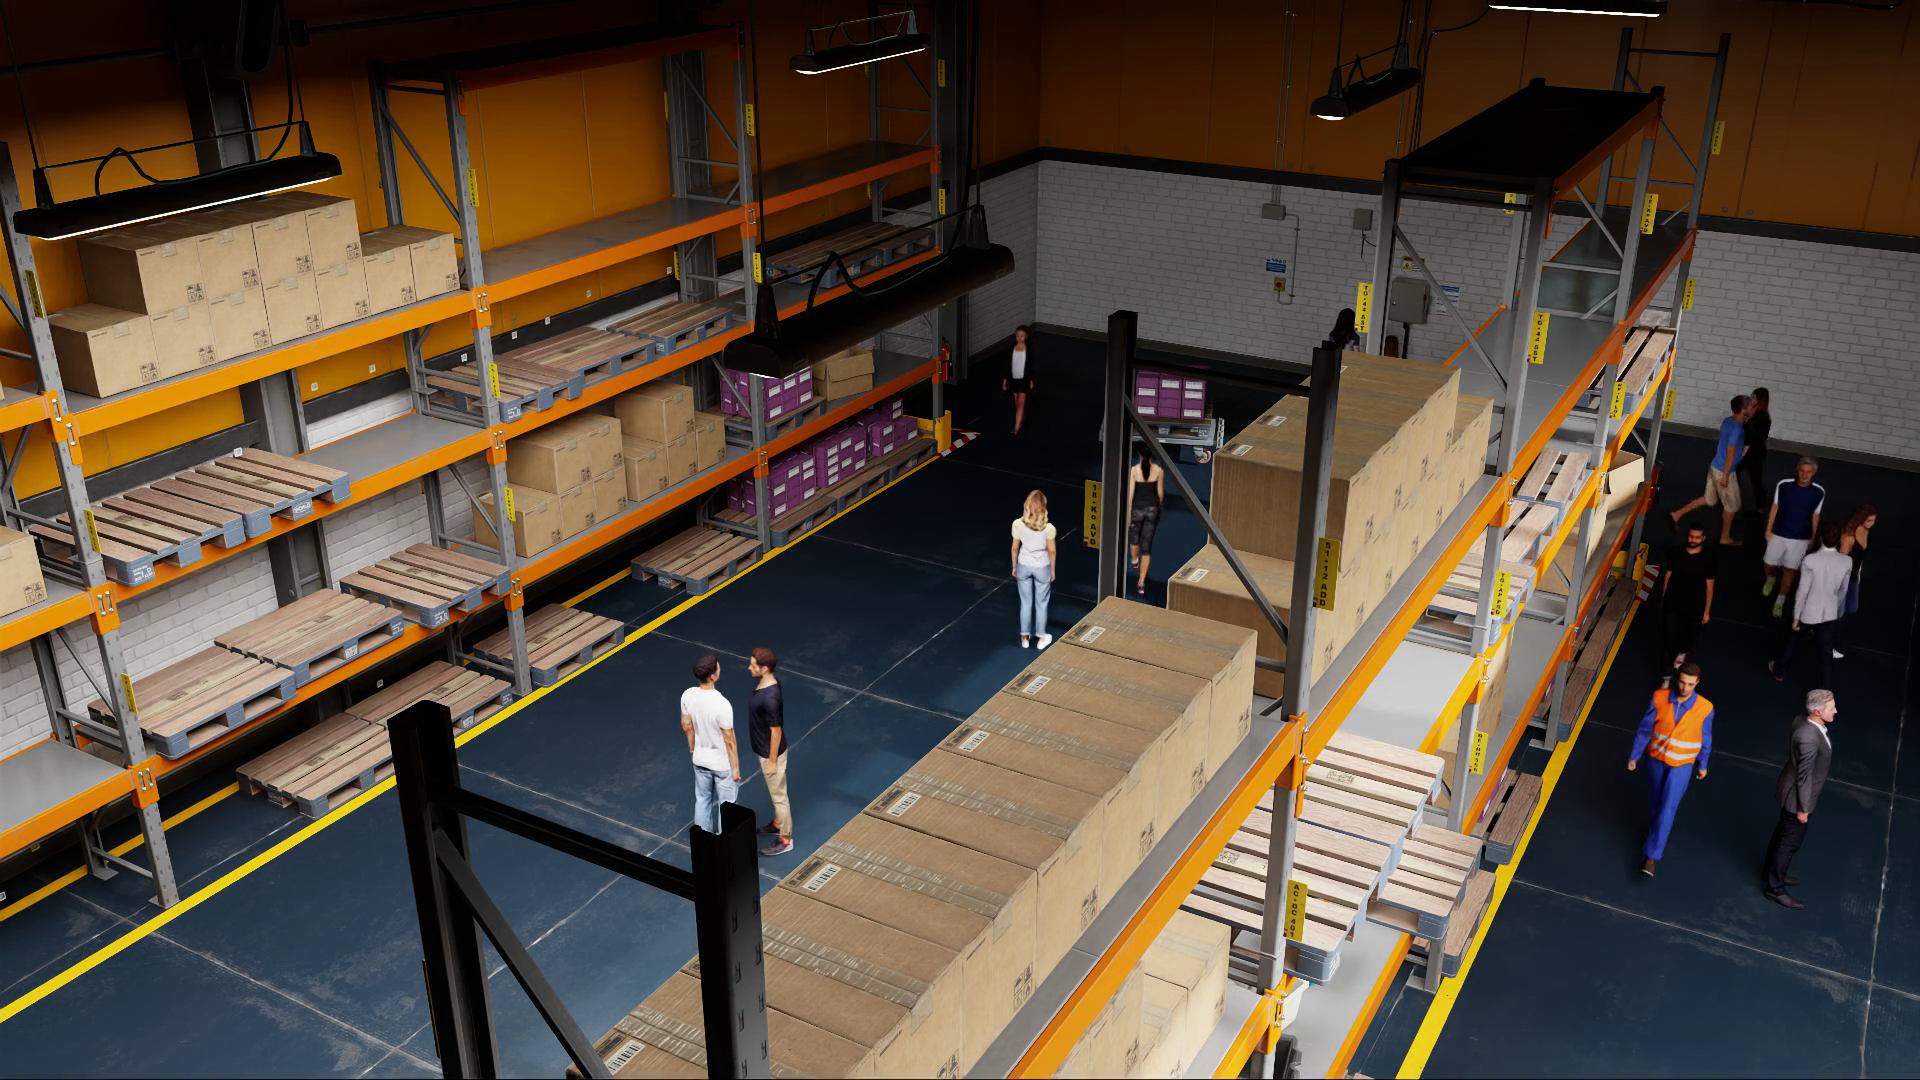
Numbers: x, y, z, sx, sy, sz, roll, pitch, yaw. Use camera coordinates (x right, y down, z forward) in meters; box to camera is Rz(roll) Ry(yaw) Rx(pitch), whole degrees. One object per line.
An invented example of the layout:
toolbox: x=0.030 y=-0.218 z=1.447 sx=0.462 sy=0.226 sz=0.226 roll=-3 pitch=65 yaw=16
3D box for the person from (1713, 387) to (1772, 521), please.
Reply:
person: x=9.727 y=-1.033 z=20.174 sx=0.804 sy=1.672 sz=0.863 roll=7 pitch=25 yaw=15

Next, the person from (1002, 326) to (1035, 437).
person: x=0.845 y=-2.240 z=23.133 sx=0.636 sy=1.513 sz=1.083 roll=9 pitch=25 yaw=19

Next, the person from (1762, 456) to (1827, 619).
person: x=8.892 y=-0.083 z=17.805 sx=0.651 sy=1.829 sz=0.848 roll=12 pitch=26 yaw=25

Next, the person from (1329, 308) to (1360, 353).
person: x=5.346 y=-2.416 z=23.296 sx=0.594 sy=1.706 sz=0.526 roll=14 pitch=27 yaw=29

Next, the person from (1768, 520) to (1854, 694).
person: x=8.224 y=0.767 z=15.899 sx=1.057 sy=1.798 sz=1.317 roll=2 pitch=24 yaw=5

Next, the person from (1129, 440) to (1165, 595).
person: x=2.037 y=-0.230 z=18.314 sx=0.906 sy=1.691 sz=1.175 roll=2 pitch=24 yaw=4

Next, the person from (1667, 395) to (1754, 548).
person: x=8.839 y=-0.807 z=19.454 sx=0.952 sy=1.835 sz=1.137 roll=4 pitch=24 yaw=10

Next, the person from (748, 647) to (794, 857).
person: x=-1.547 y=1.713 z=13.663 sx=0.773 sy=1.854 sz=0.705 roll=-5 pitch=24 yaw=-12

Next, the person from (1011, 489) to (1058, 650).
person: x=0.760 y=0.302 z=17.057 sx=0.684 sy=1.722 sz=0.631 roll=6 pitch=24 yaw=13

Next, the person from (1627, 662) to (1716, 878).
person: x=5.805 y=1.782 z=13.567 sx=0.783 sy=1.805 sz=1.209 roll=16 pitch=28 yaw=32

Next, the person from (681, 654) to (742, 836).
person: x=-2.000 y=1.767 z=13.526 sx=0.674 sy=1.865 sz=0.557 roll=15 pitch=28 yaw=30

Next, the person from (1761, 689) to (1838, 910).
person: x=6.603 y=1.981 z=13.067 sx=0.802 sy=1.842 sz=0.592 roll=9 pitch=25 yaw=19

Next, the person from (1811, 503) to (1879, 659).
person: x=8.934 y=0.367 z=16.937 sx=0.791 sy=1.699 sz=0.804 roll=-19 pitch=30 yaw=-37

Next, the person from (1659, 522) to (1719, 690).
person: x=7.113 y=0.627 z=16.291 sx=0.664 sy=1.740 sz=1.040 roll=12 pitch=26 yaw=25
